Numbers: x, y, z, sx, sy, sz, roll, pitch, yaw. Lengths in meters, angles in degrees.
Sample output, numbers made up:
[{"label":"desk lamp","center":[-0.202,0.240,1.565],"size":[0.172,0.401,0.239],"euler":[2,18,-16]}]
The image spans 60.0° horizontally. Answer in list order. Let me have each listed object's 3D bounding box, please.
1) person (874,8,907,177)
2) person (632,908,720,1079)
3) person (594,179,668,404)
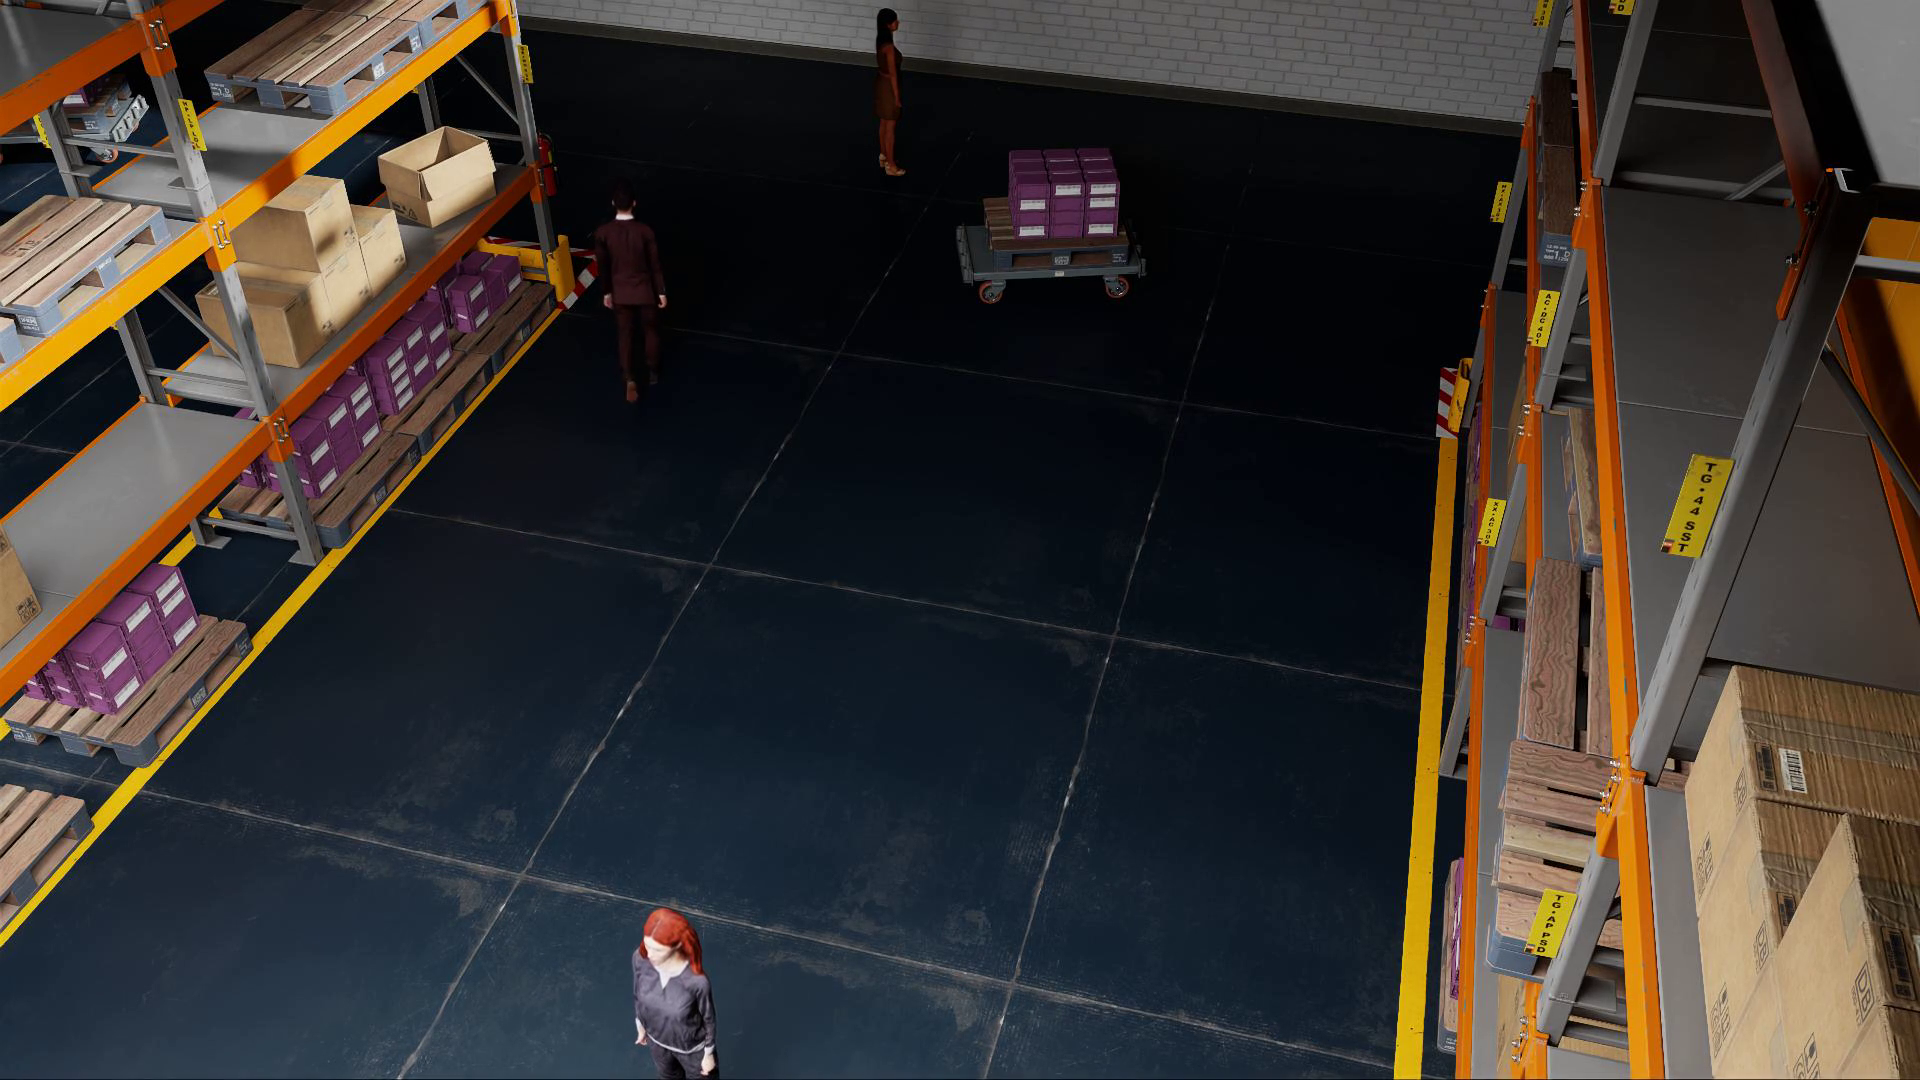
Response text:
[{"label":"person","center":[-0.711,-4.484,16.634],"size":[0.700,1.690,0.600],"euler":[-10,40,-13]},{"label":"person","center":[-1.343,2.379,7.968],"size":[0.607,1.780,0.553],"euler":[16,41,19]},{"label":"person","center":[-2.622,-1.960,13.349],"size":[0.868,1.845,1.102],"euler":[0,39,-1]}]
